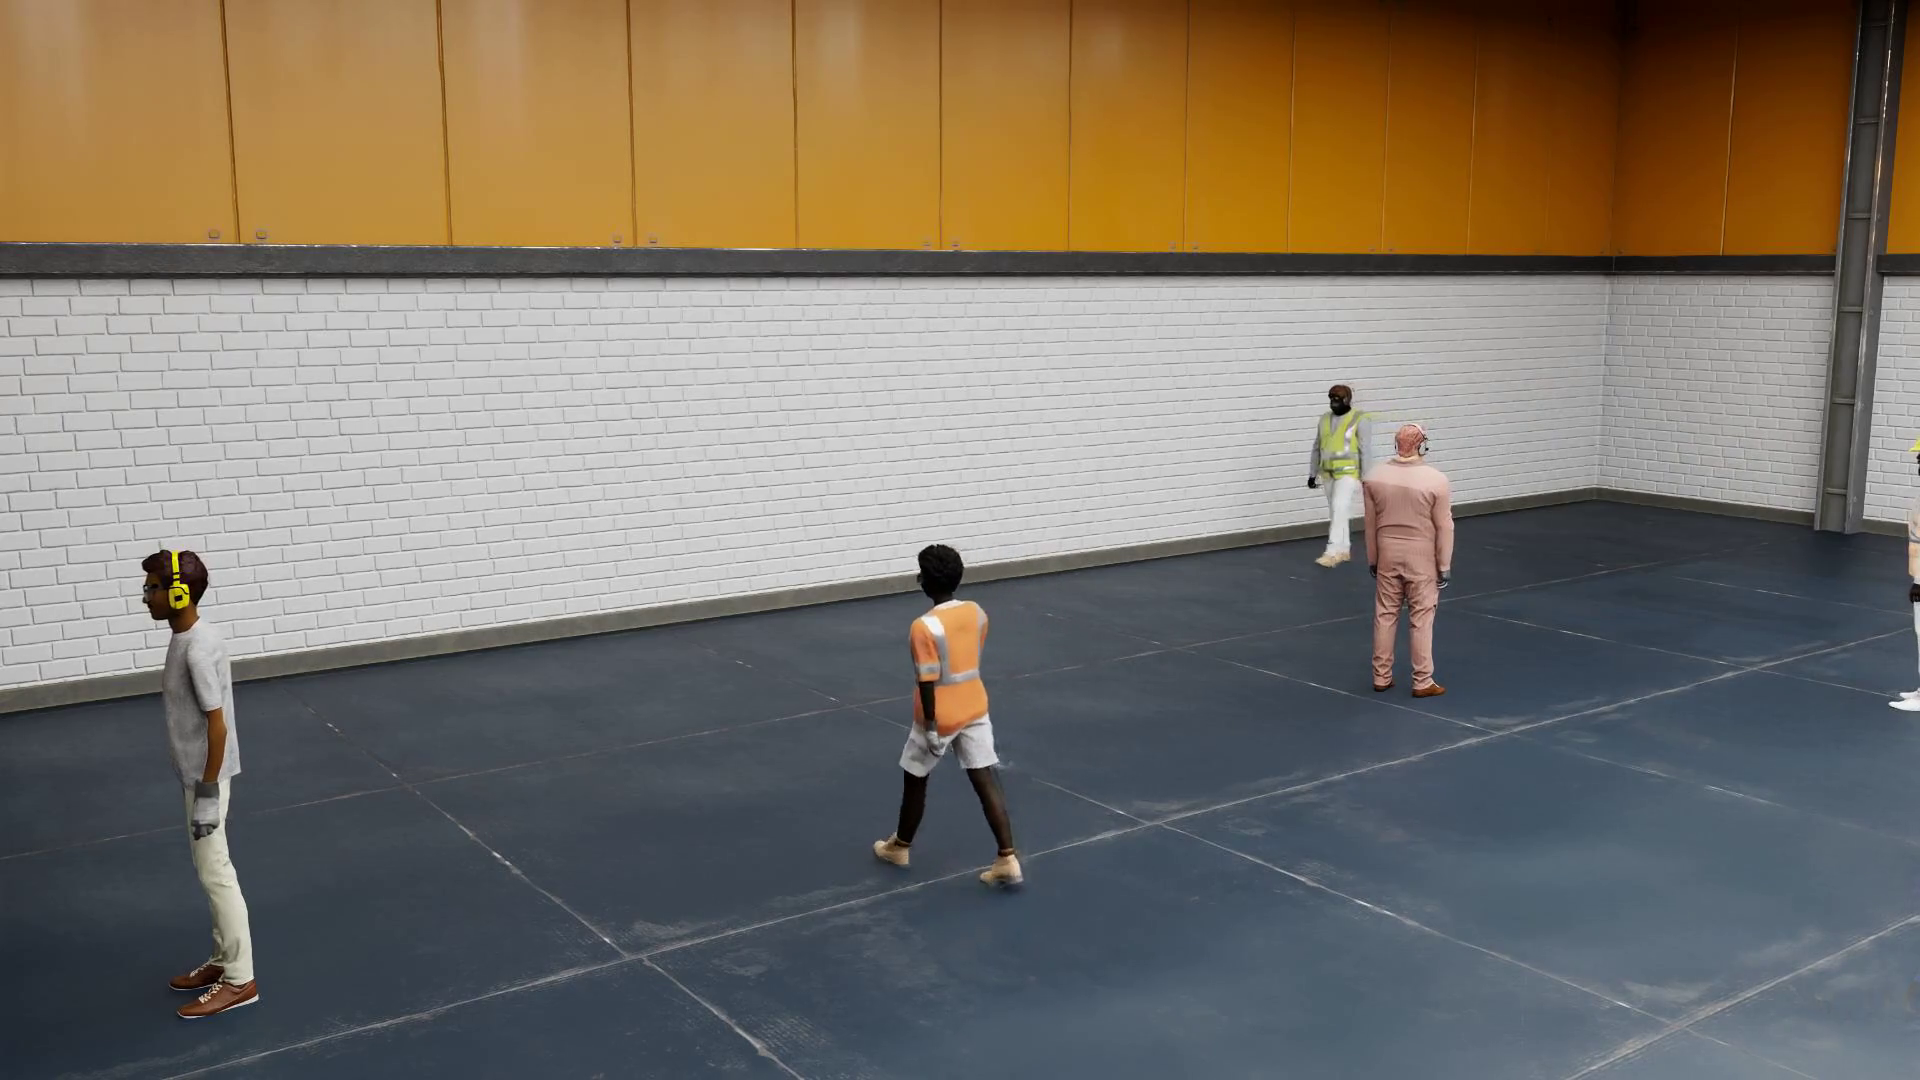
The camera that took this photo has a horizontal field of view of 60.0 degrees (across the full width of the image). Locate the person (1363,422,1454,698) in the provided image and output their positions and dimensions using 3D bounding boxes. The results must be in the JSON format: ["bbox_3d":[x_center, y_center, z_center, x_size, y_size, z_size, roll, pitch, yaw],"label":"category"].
[{"bbox_3d":[3.120,0.136,11.543,0.643,1.913,0.411,7,12,39],"label":"person"}]

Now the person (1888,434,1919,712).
[{"bbox_3d":[6.485,0.195,11.130,0.382,1.924,0.594,8,12,42],"label":"person"}]

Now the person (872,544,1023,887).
[{"bbox_3d":[-0.039,0.838,8.013,0.887,1.654,0.533,9,13,43],"label":"person"}]

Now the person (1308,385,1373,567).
[{"bbox_3d":[3.707,-0.636,16.607,0.820,1.810,0.649,-7,11,-35],"label":"person"}]

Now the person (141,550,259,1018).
[{"bbox_3d":[-3.029,0.956,6.616,0.309,1.868,0.535,-5,11,-29],"label":"person"}]
